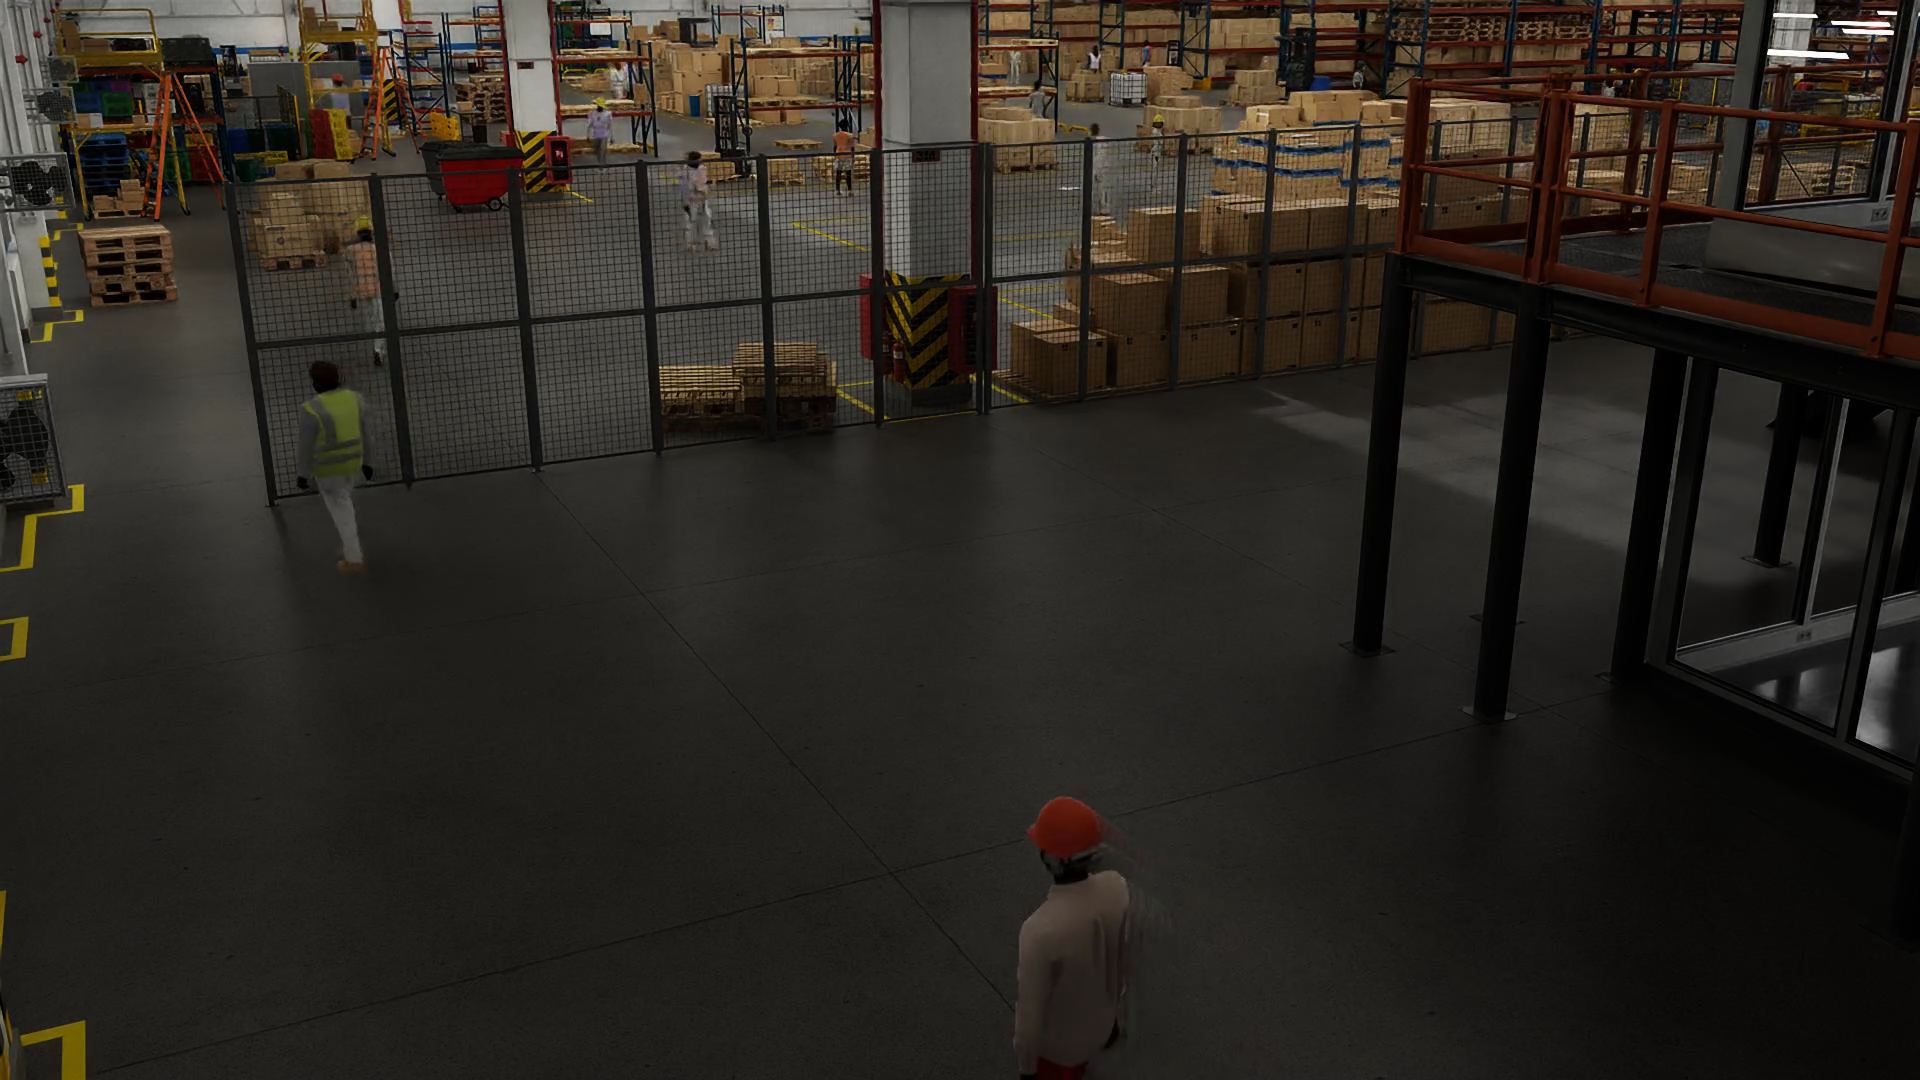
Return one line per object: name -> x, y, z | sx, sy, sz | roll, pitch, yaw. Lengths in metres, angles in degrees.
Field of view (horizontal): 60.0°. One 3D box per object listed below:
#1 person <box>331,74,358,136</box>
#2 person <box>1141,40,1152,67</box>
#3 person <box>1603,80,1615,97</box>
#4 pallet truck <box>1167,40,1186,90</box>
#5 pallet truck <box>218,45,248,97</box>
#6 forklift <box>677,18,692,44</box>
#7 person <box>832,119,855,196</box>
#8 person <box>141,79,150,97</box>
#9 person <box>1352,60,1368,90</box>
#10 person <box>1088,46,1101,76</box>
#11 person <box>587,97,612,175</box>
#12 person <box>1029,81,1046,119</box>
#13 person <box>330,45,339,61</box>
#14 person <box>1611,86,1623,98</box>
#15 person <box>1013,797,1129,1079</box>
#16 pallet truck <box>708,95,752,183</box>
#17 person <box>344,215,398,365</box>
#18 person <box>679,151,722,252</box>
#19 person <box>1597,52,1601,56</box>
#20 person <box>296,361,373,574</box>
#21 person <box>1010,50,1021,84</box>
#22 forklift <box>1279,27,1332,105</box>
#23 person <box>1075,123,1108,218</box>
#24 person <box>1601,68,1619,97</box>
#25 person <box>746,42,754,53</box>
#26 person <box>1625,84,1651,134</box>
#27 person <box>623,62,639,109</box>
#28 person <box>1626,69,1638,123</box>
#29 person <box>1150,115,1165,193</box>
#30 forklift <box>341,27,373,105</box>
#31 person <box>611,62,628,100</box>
person -> -18.366, -12.887, 49.507 | 0.575, 1.892, 0.944 | -16, 25, -39
person -> 8.284, -21.296, 73.978 | 0.429, 1.840, 0.624 | 9, 21, 23
person -> 18.818, -12.513, 48.321 | 0.367, 1.966, 0.606 | -3, 19, -10
pallet truck -> 9.045, -19.971, 69.895 | 0.823, 1.965, 1.885 | -3, 19, -8
pallet truck -> -28.879, -18.665, 66.111 | 0.823, 1.965, 1.885 | -3, 19, -9
forklift -> -11.853, -21.129, 71.919 | 1.873, 2.768, 1.129 | 2, 19, 5
person -> -2.611, -8.606, 37.419 | 0.534, 1.693, 0.321 | 6, 20, 17
person -> -25.089, -13.433, 51.498 | 0.523, 1.631, 0.323 | 9, 21, 25
person -> 13.065, -14.629, 54.343 | 0.536, 2.000, 0.688 | 5, 20, 13
person -> 5.471, -19.310, 68.173 | 0.603, 1.882, 0.959 | -12, 22, -30
person -> -8.917, -10.024, 41.215 | 0.619, 1.898, 0.825 | 0, 19, 0
person -> 2.175, -12.162, 47.506 | 0.601, 1.837, 0.739 | -5, 20, -13
person -> -25.777, -19.529, 68.784 | 1.044, 1.886, 0.651 | 9, 21, 24
person -> 17.774, -11.475, 45.519 | 0.742, 1.845, 0.493 | -9, 21, -24
person -> 0.472, 1.927, 6.459 | 0.783, 1.973, 0.621 | 17, 25, 40
pallet truck -> -5.836, -9.608, 39.856 | 0.823, 1.965, 1.885 | 10, 22, 27
person -> -7.625, -3.234, 21.544 | 0.587, 1.897, 0.863 | -1, 19, -4
person -> -4.652, -6.042, 29.802 | 0.853, 1.808, 0.666 | 16, 25, 39
person -> 27.953, -20.792, 72.901 | 0.873, 1.584, 0.506 | 2, 19, 6
person -> -5.335, -0.618, 14.066 | 0.652, 1.821, 0.630 | 9, 21, 24
person -> 2.415, -20.825, 72.909 | 0.519, 1.639, 0.312 | 11, 22, 28
forklift -> 12.567, -17.240, 60.646 | 1.873, 2.768, 1.129 | -9, 21, -25
person -> 2.706, -7.562, 34.061 | 0.791, 1.912, 0.654 | 9, 21, 26
person -> 21.548, -14.752, 55.166 | 0.535, 1.732, 0.500 | 10, 21, 27
person -> -8.996, -20.076, 70.310 | 0.645, 1.922, 0.535 | -6, 20, -17
person -> 20.216, -12.959, 49.640 | 0.660, 1.943, 1.010 | 1, 19, 4
person -> -11.799, -16.441, 59.765 | 0.375, 1.929, 0.553 | 18, 26, 41
person -> 22.135, -14.566, 54.595 | 0.358, 1.755, 0.519 | 12, 22, 32
person -> 4.494, -8.780, 37.839 | 0.297, 1.744, 0.487 | 3, 19, 9
forklift -> -22.275, -17.346, 60.954 | 1.873, 2.768, 1.129 | -9, 21, -25
person -> -11.853, -15.703, 57.772 | 0.970, 1.841, 0.591 | 13, 23, 33
